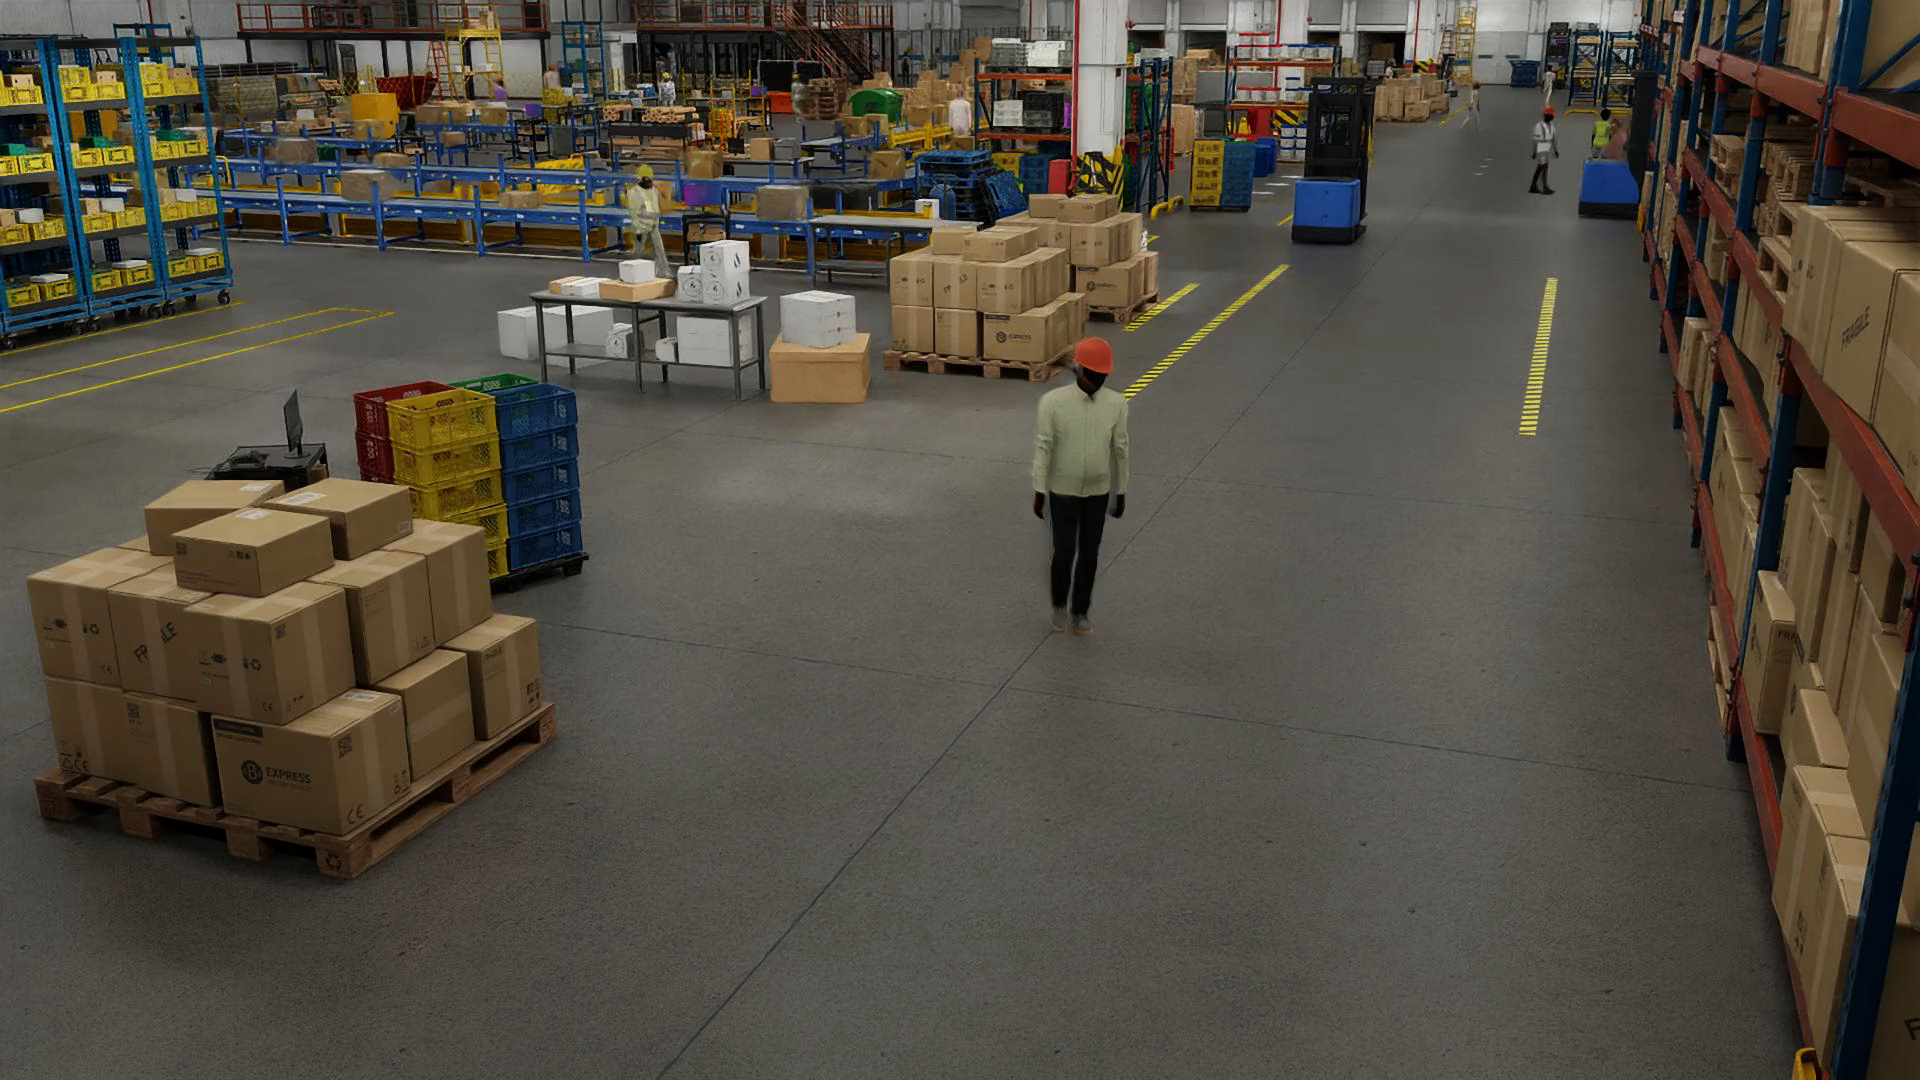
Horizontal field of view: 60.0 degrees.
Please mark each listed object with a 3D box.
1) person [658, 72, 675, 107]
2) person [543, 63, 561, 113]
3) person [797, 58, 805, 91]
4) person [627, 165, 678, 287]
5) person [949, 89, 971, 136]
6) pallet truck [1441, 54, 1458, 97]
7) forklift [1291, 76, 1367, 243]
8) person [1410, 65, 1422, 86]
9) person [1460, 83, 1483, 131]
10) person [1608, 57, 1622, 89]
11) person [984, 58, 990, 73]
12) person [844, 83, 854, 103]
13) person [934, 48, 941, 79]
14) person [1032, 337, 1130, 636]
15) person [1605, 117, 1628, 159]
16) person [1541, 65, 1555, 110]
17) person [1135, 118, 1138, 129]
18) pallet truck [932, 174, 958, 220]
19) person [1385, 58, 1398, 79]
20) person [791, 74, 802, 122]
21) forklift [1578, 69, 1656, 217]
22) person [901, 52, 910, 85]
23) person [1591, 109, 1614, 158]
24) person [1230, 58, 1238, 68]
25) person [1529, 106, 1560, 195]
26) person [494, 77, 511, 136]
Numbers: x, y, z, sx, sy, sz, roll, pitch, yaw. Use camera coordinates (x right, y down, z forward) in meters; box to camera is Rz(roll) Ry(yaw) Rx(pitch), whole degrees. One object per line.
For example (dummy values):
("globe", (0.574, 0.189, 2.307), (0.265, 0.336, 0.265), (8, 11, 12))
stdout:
("person", (-10.442, -15.735, 59.318), (0.599, 1.828, 0.403), (-9, 20, -25))
("person", (-15.984, -17.663, 65.143), (0.682, 1.957, 0.619), (-3, 18, -9))
("person", (-7.013, -20.342, 73.598), (0.349, 1.942, 0.545), (-10, 20, -29))
("person", (-4.488, -4.530, 24.160), (0.911, 1.786, 0.618), (12, 21, 33))
("person", (0.034, -11.226, 45.035), (0.675, 1.886, 0.524), (9, 20, 26))
("pallet truck", (22.765, -21.886, 78.355), (0.823, 1.965, 1.885), (-4, 18, -14))
("forklift", (6.598, -6.755, 29.381), (1.129, 2.768, 1.873), (6, 19, 19))
("person", (17.377, -17.223, 63.784), (0.631, 1.948, 0.462), (-13, 22, -34))
("person", (17.354, -14.659, 56.291), (0.810, 1.608, 0.529), (-1, 18, -3))
("person", (31.301, -22.152, 79.476), (0.674, 1.818, 0.631), (9, 20, 25))
("person", (1.174, -21.029, 75.915), (0.891, 1.853, 0.587), (-5, 18, -15))
("person", (-3.629, -14.446, 55.593), (0.523, 1.616, 0.376), (9, 20, 25))
("person", (-1.410, -28.639, 99.874), (0.671, 1.824, 0.625), (4, 18, 11))
("person", (0.784, -0.325, 10.648), (0.632, 1.970, 0.439), (-4, 18, -13))
("person", (13.475, -7.720, 34.073), (0.993, 1.863, 0.657), (2, 18, 6))
("person", (23.905, -18.358, 67.577), (0.530, 1.820, 1.010), (7, 19, 20))
("person", (3.941, -9.506, 39.384), (0.615, 2.043, 0.373), (16, 24, 42))
("pallet truck", (-0.507, -5.292, 27.348), (0.653, 1.274, 1.630), (6, 19, 19))
("person", (17.835, -18.850, 68.746), (0.539, 2.000, 0.689), (9, 20, 26))
("person", (-5.939, -16.099, 60.603), (0.433, 1.727, 0.496), (14, 22, 37))
("forklift", (13.219, -7.740, 32.475), (1.873, 2.768, 1.129), (6, 19, 18))
("person", (-2.964, -25.747, 90.812), (0.524, 1.805, 0.944), (2, 18, 6))
("person", (15.287, -9.402, 39.614), (0.318, 1.698, 0.539), (-16, 24, -42))
("person", (12.439, -20.812, 75.170), (0.566, 1.894, 0.767), (4, 18, 12))
("person", (13.010, -8.611, 36.800), (0.564, 1.904, 0.876), (-13, 22, -36))
("person", (-14.888, -14.084, 54.048), (0.531, 1.870, 0.927), (10, 20, 29))
